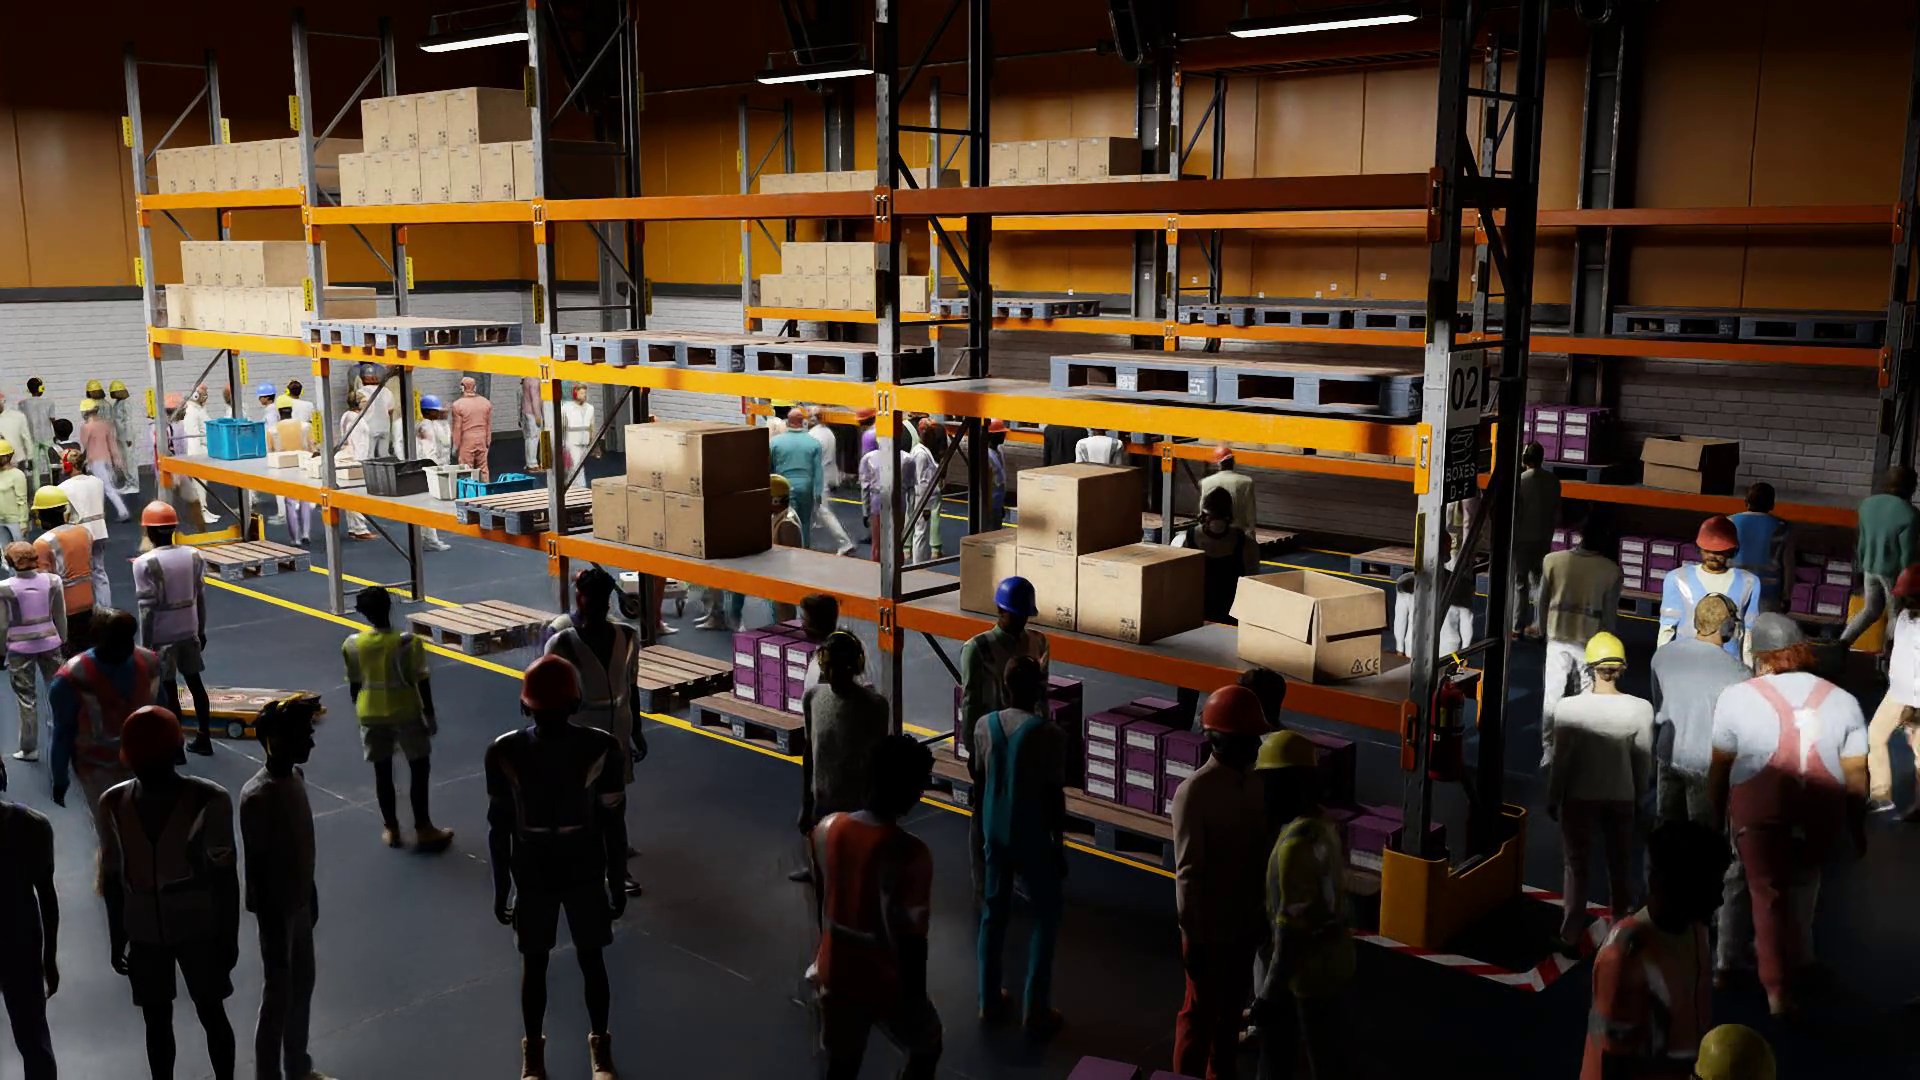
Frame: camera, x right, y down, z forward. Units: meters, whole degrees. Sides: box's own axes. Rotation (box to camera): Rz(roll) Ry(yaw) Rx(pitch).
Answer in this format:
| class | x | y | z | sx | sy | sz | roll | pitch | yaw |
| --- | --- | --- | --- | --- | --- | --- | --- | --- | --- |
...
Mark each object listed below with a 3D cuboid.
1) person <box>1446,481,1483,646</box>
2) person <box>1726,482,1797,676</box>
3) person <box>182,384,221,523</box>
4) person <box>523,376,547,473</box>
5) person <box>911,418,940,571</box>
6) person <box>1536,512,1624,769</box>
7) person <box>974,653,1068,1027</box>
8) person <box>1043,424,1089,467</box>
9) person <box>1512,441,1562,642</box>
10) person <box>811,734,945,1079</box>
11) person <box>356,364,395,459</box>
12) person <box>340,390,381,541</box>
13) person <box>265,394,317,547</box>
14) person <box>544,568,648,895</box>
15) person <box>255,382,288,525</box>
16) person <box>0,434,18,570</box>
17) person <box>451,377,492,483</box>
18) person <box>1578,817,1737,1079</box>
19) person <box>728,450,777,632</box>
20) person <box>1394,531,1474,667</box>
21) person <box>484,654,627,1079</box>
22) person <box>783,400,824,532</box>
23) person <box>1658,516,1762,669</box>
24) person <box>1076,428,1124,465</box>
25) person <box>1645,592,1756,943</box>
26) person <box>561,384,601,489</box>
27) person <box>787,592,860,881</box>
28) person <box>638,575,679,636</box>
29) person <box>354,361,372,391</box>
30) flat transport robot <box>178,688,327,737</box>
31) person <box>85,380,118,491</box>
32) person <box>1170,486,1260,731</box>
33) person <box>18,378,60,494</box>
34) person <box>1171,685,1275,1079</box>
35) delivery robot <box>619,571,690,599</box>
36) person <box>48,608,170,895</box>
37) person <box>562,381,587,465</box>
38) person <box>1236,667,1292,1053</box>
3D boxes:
| class | x | y | z | sx | sy | sz | roll | pitch | yaw |
| --- | --- | --- | --- | --- | --- | --- | --- | --- | --- |
| person | 4.722 | 0.085 | 15.772 | 0.430 | 1.845 | 0.622 | 1 | 10 | 5 |
| person | 6.580 | 0.434 | 13.800 | 0.631 | 1.843 | 0.429 | 6 | 12 | 32 |
| person | -10.402 | -1.191 | 22.819 | 0.407 | 1.904 | 0.639 | -3 | 11 | -17 |
| person | -7.123 | -2.094 | 27.848 | 0.369 | 1.932 | 0.628 | -4 | 11 | -23 |
| person | -0.388 | -0.411 | 18.453 | 0.356 | 1.887 | 0.572 | -1 | 10 | -4 |
| person | 4.481 | 0.722 | 12.137 | 0.605 | 1.866 | 1.018 | 5 | 11 | 27 |
| person | 0.285 | 1.461 | 8.091 | 0.541 | 1.817 | 0.465 | 7 | 12 | 33 |
| person | 1.308 | -0.781 | 20.237 | 0.612 | 1.995 | 0.376 | 5 | 11 | 26 |
| person | 5.463 | 0.013 | 15.950 | 0.623 | 1.932 | 0.368 | -5 | 11 | -27 |
| person | -0.300 | 1.673 | 6.514 | 0.661 | 1.928 | 0.648 | 8 | 13 | 37 |
| person | -8.817 | -1.620 | 24.852 | 0.539 | 2.000 | 0.689 | 7 | 12 | 33 |
| person | -7.749 | -0.955 | 21.379 | 0.376 | 1.940 | 0.629 | -7 | 12 | -33 |
| person | -8.443 | -0.882 | 21.020 | 0.637 | 1.910 | 0.617 | -5 | 11 | -28 |
| person | -2.084 | 1.119 | 9.575 | 0.612 | 1.962 | 0.363 | -8 | 13 | -40 |
| person | -9.318 | -1.173 | 22.592 | 0.404 | 1.943 | 0.612 | -3 | 10 | -17 |
| person | -11.240 | -0.451 | 19.422 | 0.373 | 1.617 | 0.500 | 9 | 13 | 41 |
| person | -7.043 | -1.390 | 23.932 | 0.409 | 1.909 | 0.643 | 8 | 13 | 38 |
| person | 2.274 | 1.846 | 5.518 | 0.622 | 1.949 | 0.432 | -8 | 13 | -38 |
| person | -1.940 | 0.034 | 16.004 | 0.581 | 1.874 | 1.029 | -7 | 12 | -33 |
| person | 3.448 | 0.775 | 12.119 | 0.563 | 1.752 | 0.324 | 3 | 11 | 17 |
| person | -1.766 | 1.487 | 7.327 | 0.603 | 2.034 | 0.416 | -1 | 10 | -8 |
| person | -2.146 | -1.080 | 21.936 | 0.797 | 1.994 | 0.609 | -3 | 10 | -17 |
| person | 4.908 | 0.843 | 10.924 | 0.615 | 2.039 | 0.386 | 2 | 10 | 10 |
| person | 1.621 | -0.545 | 19.215 | 0.582 | 1.884 | 0.351 | 2 | 10 | 10 |
| person | 4.009 | 1.235 | 9.043 | 0.377 | 1.932 | 0.623 | -5 | 11 | -28 |
| person | -5.402 | -1.328 | 23.849 | 0.911 | 1.801 | 0.598 | 7 | 12 | 35 |
| person | -0.717 | 1.176 | 9.691 | 0.603 | 1.821 | 0.596 | 0 | 10 | 1 |
| person | -2.985 | -0.013 | 16.154 | 0.393 | 1.908 | 0.597 | -7 | 12 | -34 |
| person | -10.029 | -2.153 | 28.076 | 0.362 | 1.962 | 0.614 | -5 | 11 | -25 |
| flat transport robot | -5.827 | 1.341 | 13.112 | 1.431 | 0.197 | 0.652 | 2 | 10 | 10 |
| person | -13.237 | -1.591 | 25.562 | 0.487 | 1.737 | 0.320 | 4 | 11 | 20 |
| person | 1.884 | 0.588 | 12.366 | 0.683 | 2.000 | 0.536 | 1 | 10 | 4 |
| person | -13.472 | -1.446 | 24.370 | 0.519 | 1.865 | 0.331 | -4 | 11 | -19 |
| person | 1.102 | 1.574 | 6.914 | 0.376 | 1.997 | 0.612 | 8 | 13 | 39 |
| delivery robot | -3.136 | 0.447 | 17.097 | 0.707 | 0.478 | 0.477 | -2 | 10 | -14 |
| person | -4.802 | 1.242 | 9.381 | 0.876 | 1.808 | 0.657 | 7 | 12 | 34 |
| person | -6.761 | -2.270 | 28.797 | 0.608 | 1.943 | 0.402 | 1 | 10 | 5 |
| person | 1.432 | 1.494 | 7.826 | 0.340 | 1.839 | 0.504 | 3 | 10 | 14 |
